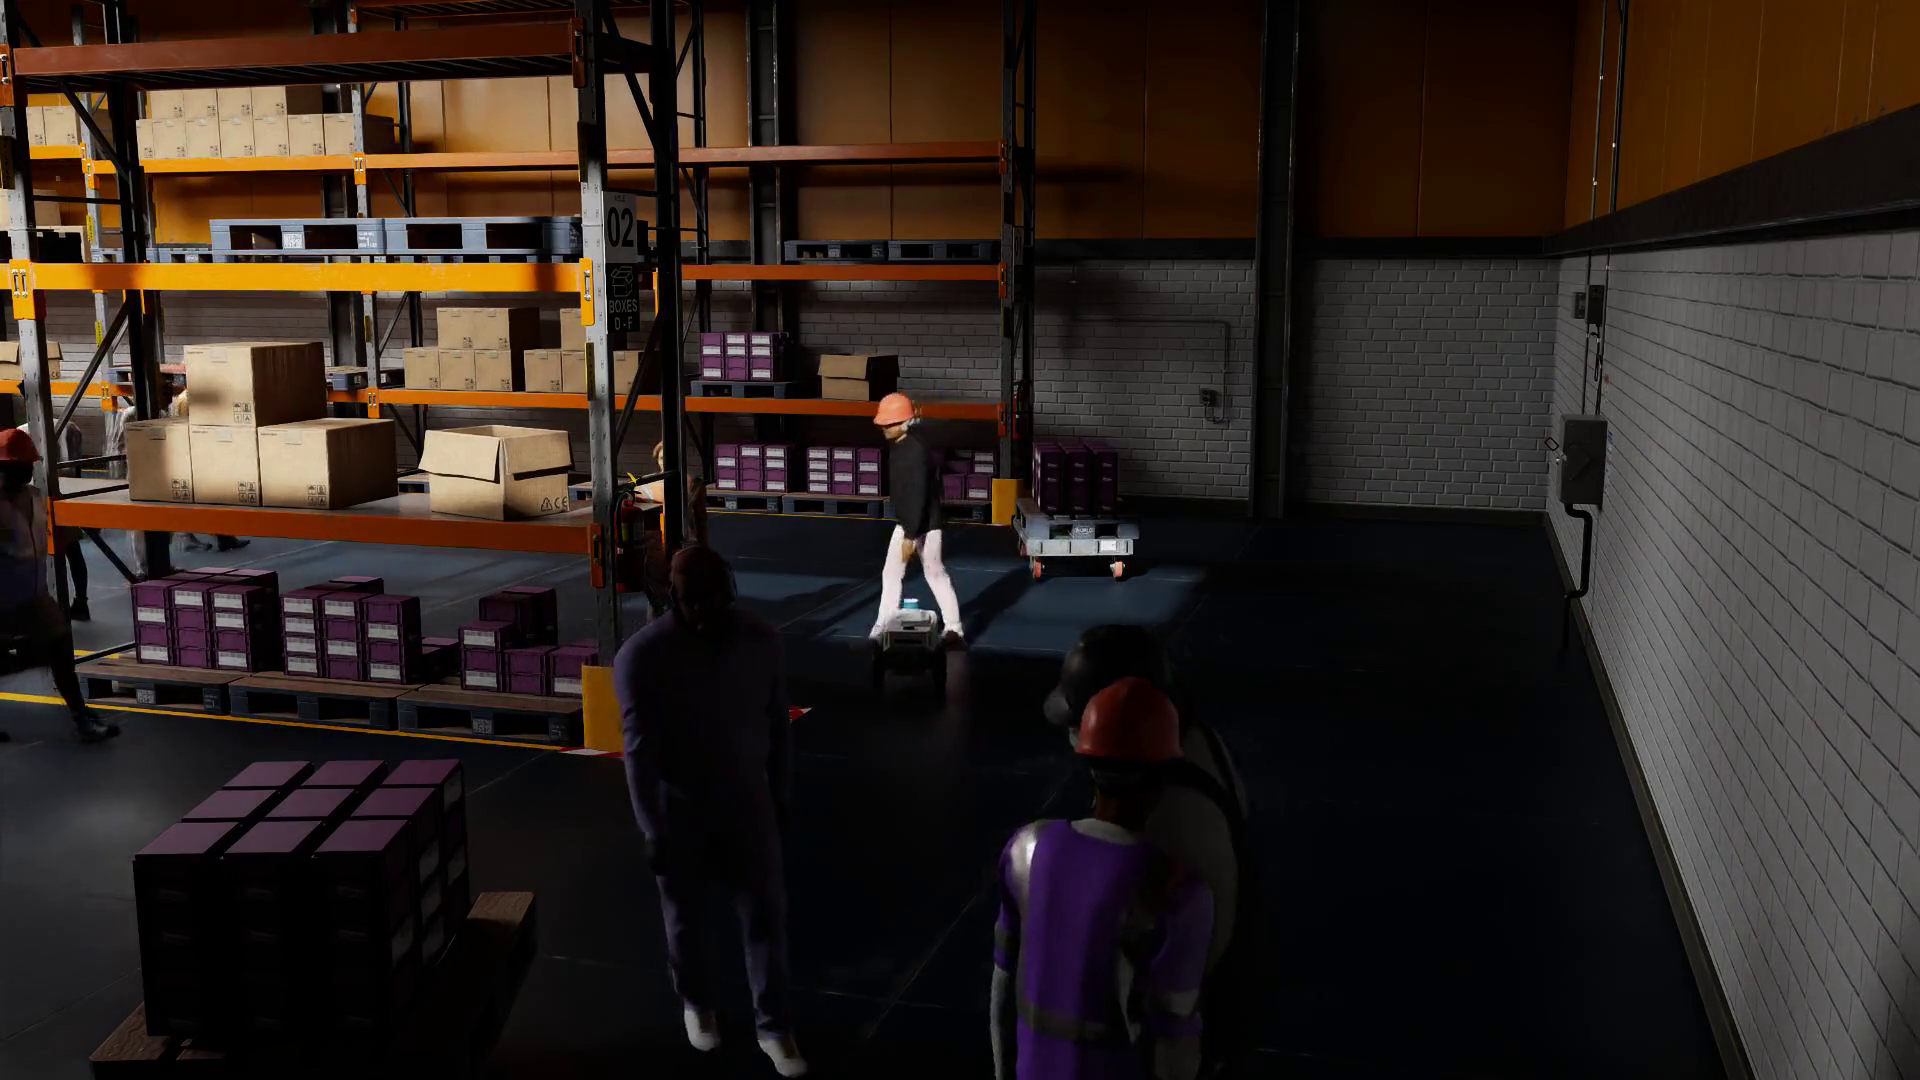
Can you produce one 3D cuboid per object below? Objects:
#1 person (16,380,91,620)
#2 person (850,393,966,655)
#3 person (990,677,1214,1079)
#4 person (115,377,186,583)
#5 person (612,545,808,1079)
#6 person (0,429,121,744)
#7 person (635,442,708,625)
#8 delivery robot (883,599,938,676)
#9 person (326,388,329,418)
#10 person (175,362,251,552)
[{"bbox_3d":[-7.124,-0.296,13.015,0.371,1.963,0.608,3,10,17],"label":"person"},{"bbox_3d":[-0.364,-0.091,11.901,0.994,1.915,0.629,-5,10,-26],"label":"person"},{"bbox_3d":[0.230,1.275,3.659,0.575,1.899,0.792,9,13,42],"label":"person"},{"bbox_3d":[-7.181,-0.511,14.718,0.345,1.849,0.662,4,10,23],"label":"person"},{"bbox_3d":[-0.836,0.945,5.756,0.657,1.864,0.830,-4,10,-25],"label":"person"},{"bbox_3d":[-5.487,0.289,9.706,1.014,1.882,0.567,2,10,15],"label":"person"},{"bbox_3d":[-2.006,0.107,11.550,0.512,1.638,0.312,-1,9,-8],"label":"person"},{"bbox_3d":[-0.332,0.643,11.292,0.477,0.478,0.707,0,9,2],"label":"delivery robot"},{"bbox_3d":[-6.793,-0.994,17.386,0.366,1.926,0.587,0,9,1],"label":"person"},{"bbox_3d":[-7.409,-0.835,16.425,0.735,1.916,0.575,-4,10,-24],"label":"person"}]
